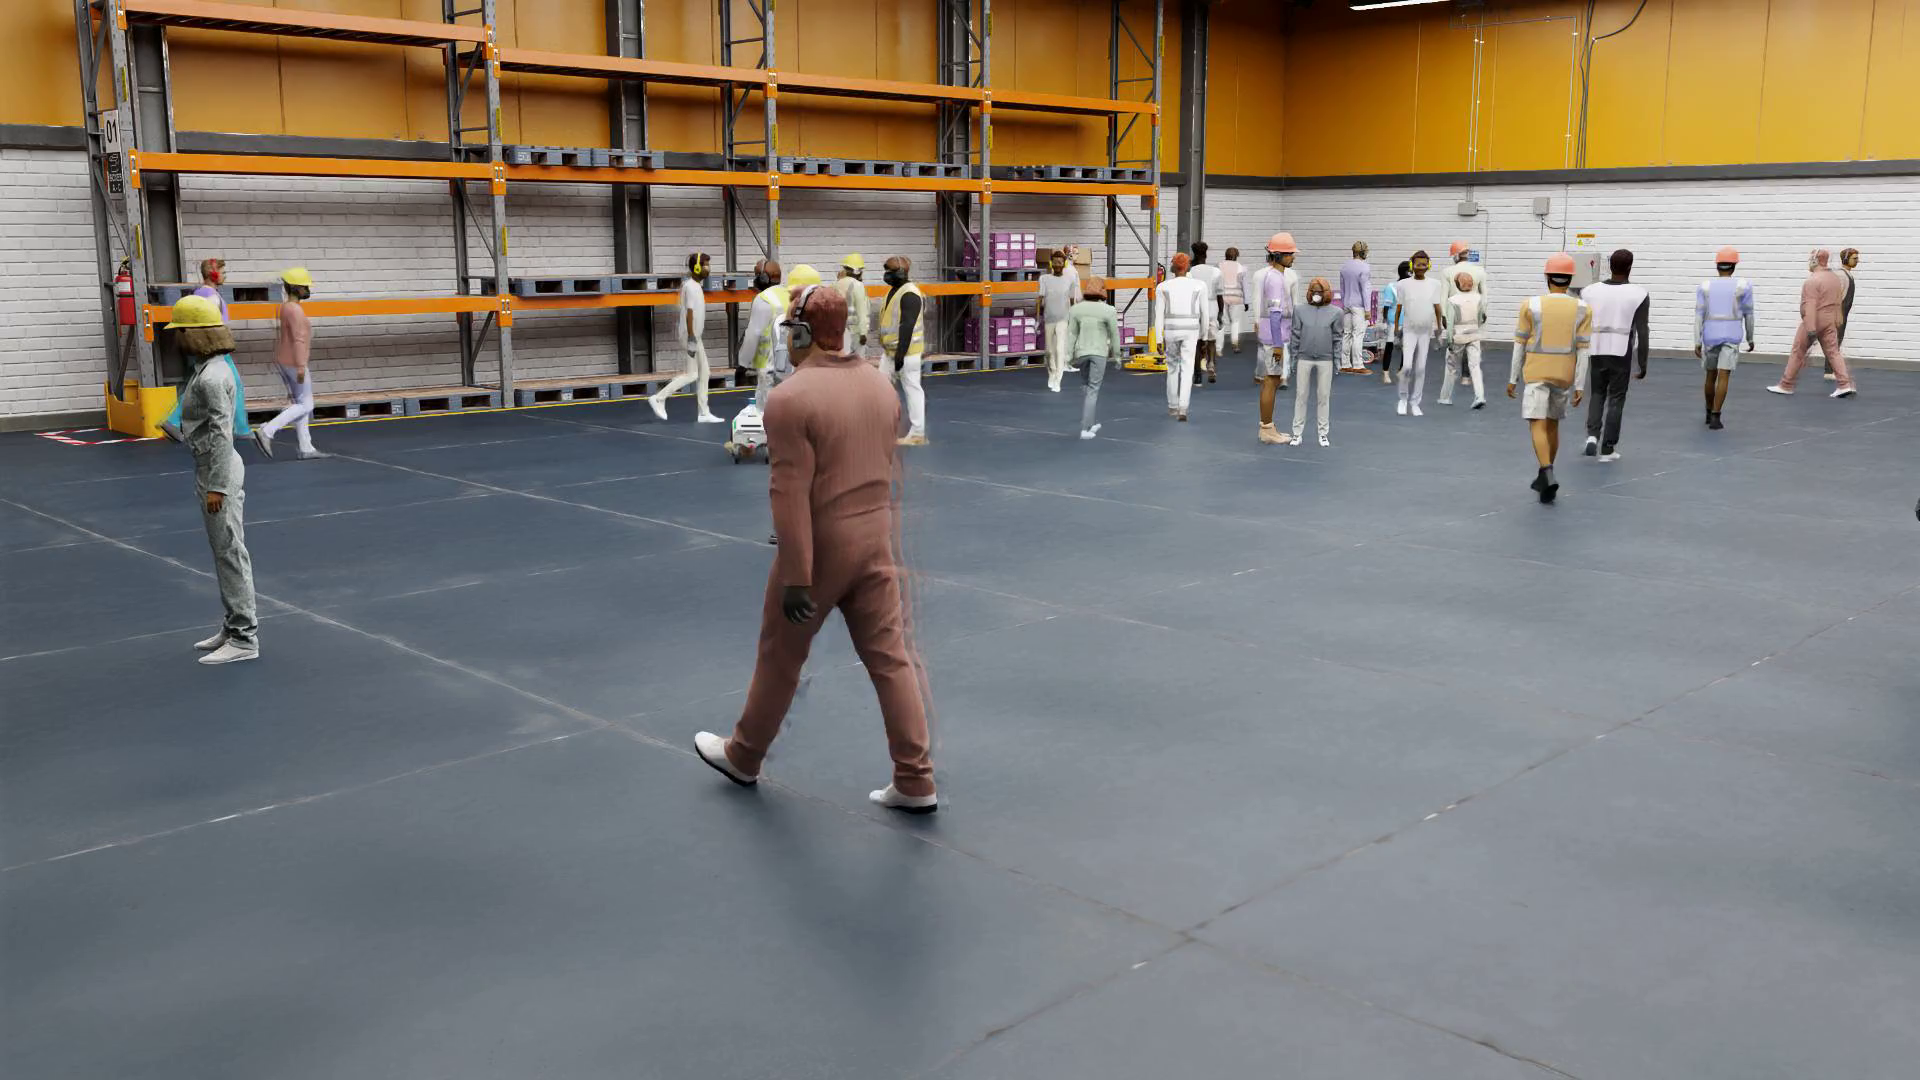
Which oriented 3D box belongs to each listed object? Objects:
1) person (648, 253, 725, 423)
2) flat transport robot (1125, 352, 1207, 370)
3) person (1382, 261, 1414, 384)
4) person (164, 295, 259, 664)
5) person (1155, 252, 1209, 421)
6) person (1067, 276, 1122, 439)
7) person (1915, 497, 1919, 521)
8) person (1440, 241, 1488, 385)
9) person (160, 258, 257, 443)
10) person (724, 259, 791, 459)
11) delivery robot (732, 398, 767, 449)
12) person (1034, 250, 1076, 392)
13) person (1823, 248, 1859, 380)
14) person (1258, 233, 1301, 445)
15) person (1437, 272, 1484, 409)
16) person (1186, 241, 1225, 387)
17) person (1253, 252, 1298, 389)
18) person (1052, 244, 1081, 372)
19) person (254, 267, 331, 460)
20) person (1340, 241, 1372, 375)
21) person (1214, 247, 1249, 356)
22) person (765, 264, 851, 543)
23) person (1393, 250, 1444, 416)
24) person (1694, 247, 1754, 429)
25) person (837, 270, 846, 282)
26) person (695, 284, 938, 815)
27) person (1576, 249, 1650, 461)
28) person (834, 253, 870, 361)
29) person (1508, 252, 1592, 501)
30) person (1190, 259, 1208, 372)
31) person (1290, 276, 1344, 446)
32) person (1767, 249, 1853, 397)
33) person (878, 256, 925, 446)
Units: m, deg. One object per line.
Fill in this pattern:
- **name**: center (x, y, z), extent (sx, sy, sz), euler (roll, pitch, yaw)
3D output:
- **person**: center (-2.956, -2.163, 17.878), extent (0.730, 1.844, 0.552), euler (0, 10, 2)
- **flat transport robot**: center (3.146, -2.737, 25.299), extent (0.652, 0.197, 1.431), euler (7, 13, 35)
- **person**: center (5.990, -2.943, 22.569), extent (0.569, 1.672, 0.548), euler (-3, 11, -16)
- **person**: center (-3.564, -0.286, 7.916), extent (0.298, 1.742, 0.493), euler (-5, 12, -26)
- **person**: center (2.437, -2.241, 18.339), extent (0.580, 1.844, 0.964), euler (2, 11, 12)
- **person**: center (1.386, -1.840, 16.736), extent (0.522, 1.601, 0.757), euler (6, 12, 29)
- **person**: center (4.663, -0.168, 7.593), extent (0.534, 1.622, 0.373), euler (9, 14, 40)
- **person**: center (6.900, -3.116, 22.825), extent (0.643, 1.919, 1.063), euler (3, 11, 14)
- **person**: center (-7.363, -1.840, 16.241), extent (0.893, 1.813, 0.571), euler (-8, 13, -38)
- **person**: center (-1.773, -1.569, 14.740), extent (0.912, 1.798, 0.642), euler (3, 11, 17)
- **delivery robot**: center (-1.850, -1.041, 15.020), extent (0.477, 0.478, 0.707), euler (0, 10, -1)
- **person**: center (1.254, -2.872, 21.792), extent (0.534, 1.838, 0.894), euler (1, 10, 8)
- **person**: center (12.379, -3.169, 23.360), extent (0.328, 1.844, 0.513), euler (7, 12, 34)
- **person**: center (3.095, -1.953, 16.186), extent (0.375, 2.043, 0.611), euler (1, 10, 7)
- **person**: center (5.947, -2.351, 19.583), extent (0.506, 1.598, 0.870), euler (-2, 11, -9)
- **person**: center (3.227, -3.015, 22.229), extent (0.617, 1.947, 0.452), euler (0, 10, 2)
- **person**: center (4.179, -2.951, 22.093), extent (0.644, 1.883, 1.067), euler (-1, 10, -6)
- **person**: center (1.611, -3.457, 24.820), extent (0.402, 1.895, 0.661), euler (-3, 11, -16)
- **person**: center (-6.004, -1.557, 14.851), extent (0.586, 1.743, 0.524), euler (-7, 12, -33)
- **person**: center (5.768, -3.369, 24.193), extent (0.371, 1.941, 0.627), euler (-4, 11, -22)
- **person**: center (4.484, -3.986, 27.873), extent (0.699, 1.824, 0.452), euler (1, 10, 6)
- **person**: center (-1.011, -0.874, 10.878), extent (0.587, 1.833, 0.404), euler (4, 11, 19)
- **person**: center (5.146, -2.301, 18.617), extent (0.518, 1.857, 0.466), euler (0, 10, 1)
- **person**: center (8.090, -2.137, 17.607), extent (0.553, 1.895, 0.856), euler (8, 13, 37)
- **person**: center (-1.428, -2.639, 21.174), extent (0.870, 1.586, 0.519), euler (-9, 14, -40)
- **person**: center (-0.497, 0.033, 5.891), extent (1.032, 1.849, 0.670), euler (8, 13, 38)
- **person**: center (5.848, -1.645, 14.895), extent (0.614, 1.899, 0.457), euler (8, 13, 38)
- **person**: center (-1.345, -2.569, 20.210), extent (0.685, 1.805, 0.602), euler (-7, 12, -33)
- **person**: center (4.559, -1.259, 12.810), extent (0.553, 1.907, 0.940), euler (1, 10, 4)
- **person**: center (3.469, -3.295, 24.489), extent (0.554, 1.673, 0.607), euler (-1, 10, -6)
- **person**: center (3.419, -1.713, 15.994), extent (0.498, 1.633, 0.282), euler (2, 11, 13)
- **person**: center (10.790, -2.721, 20.910), extent (0.637, 1.859, 1.035), euler (-5, 12, -27)
- **person**: center (-0.683, -1.788, 15.898), extent (0.784, 1.814, 0.661), euler (-4, 11, -21)
